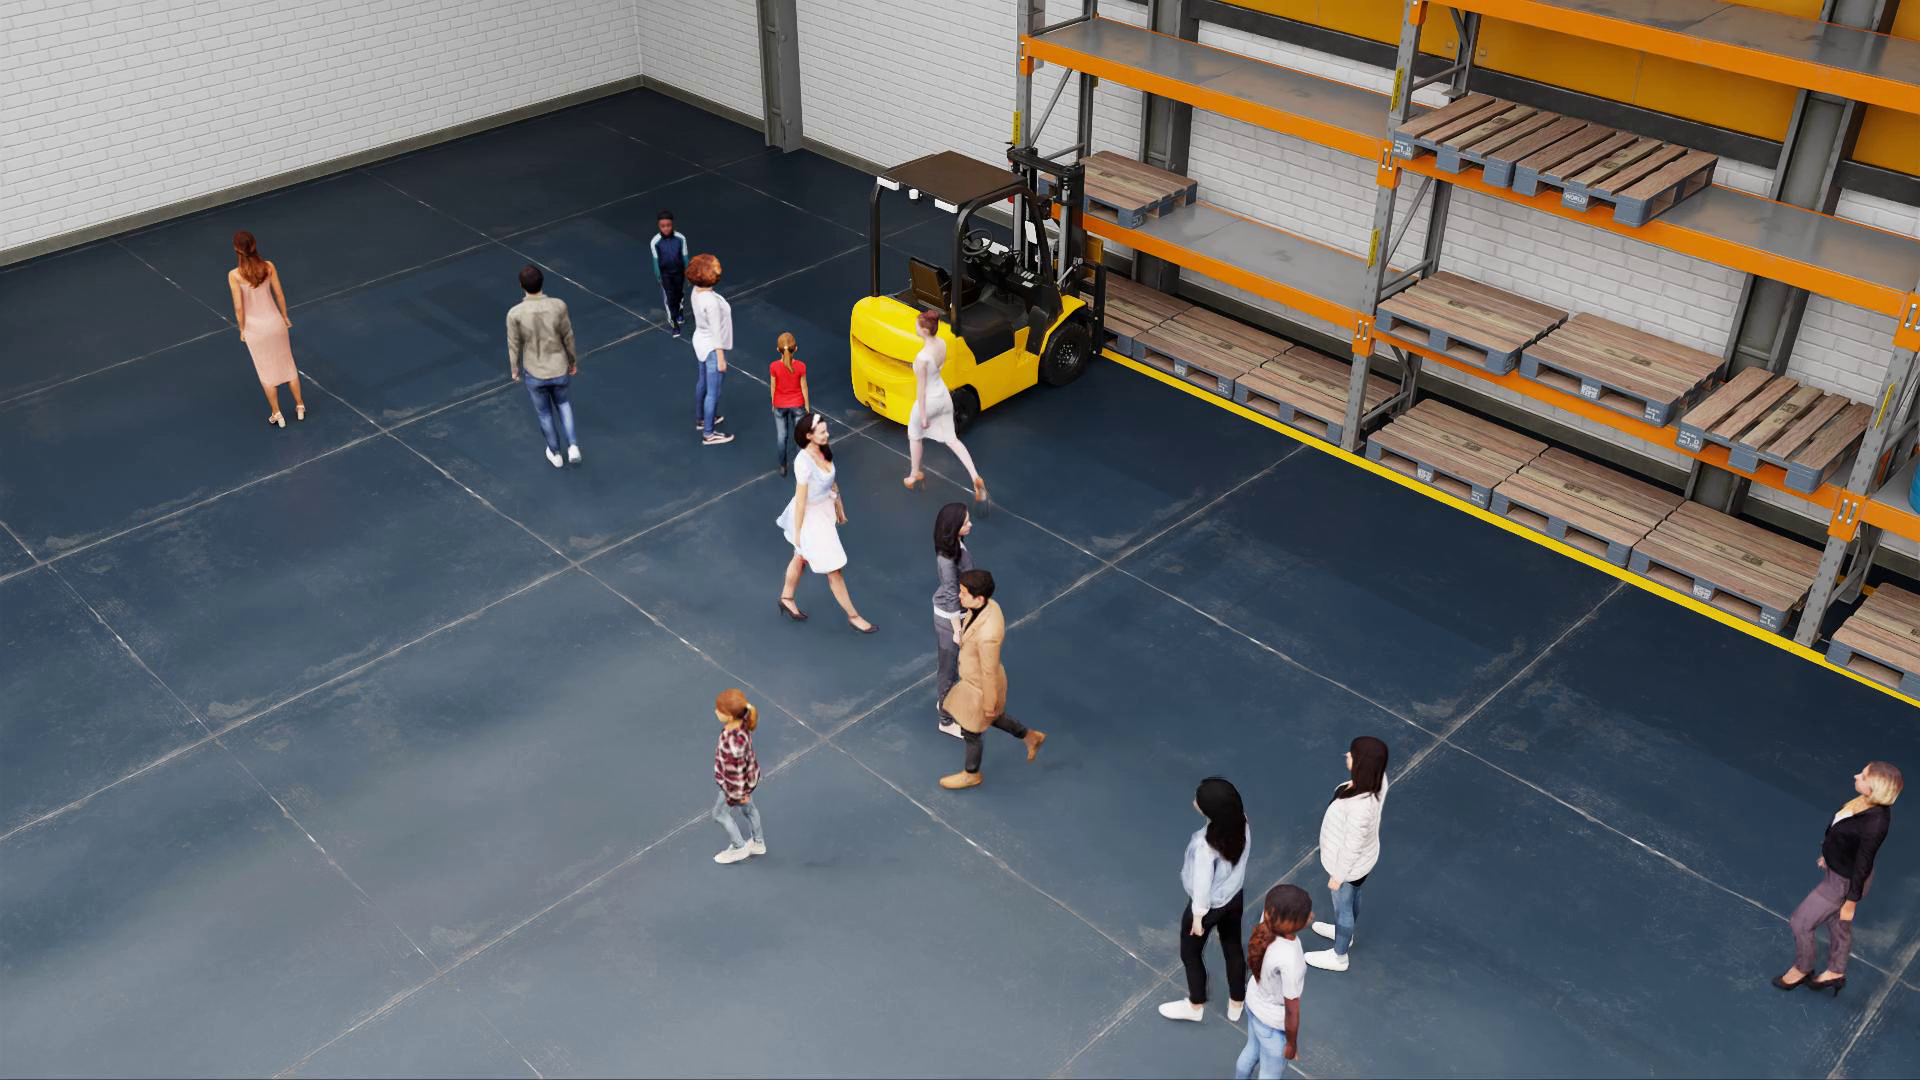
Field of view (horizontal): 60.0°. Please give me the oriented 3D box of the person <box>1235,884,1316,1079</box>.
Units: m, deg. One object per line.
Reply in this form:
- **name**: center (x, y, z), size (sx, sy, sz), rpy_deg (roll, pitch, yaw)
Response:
- **person**: center (1.561, 2.379, 8.344), size (0.722, 1.720, 0.625), rpy_deg (-6, 34, -9)

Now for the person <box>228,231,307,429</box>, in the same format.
- **person**: center (-6.108, -1.858, 14.619), size (0.611, 1.832, 0.526), rpy_deg (-25, 41, -32)

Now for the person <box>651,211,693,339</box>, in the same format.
- **person**: center (-2.827, -2.661, 16.377), size (0.764, 1.222, 0.953), rpy_deg (-10, 35, -14)

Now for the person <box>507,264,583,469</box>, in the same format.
- **person**: center (-3.442, -1.384, 13.883), size (0.819, 1.856, 0.878), rpy_deg (-16, 37, -23)

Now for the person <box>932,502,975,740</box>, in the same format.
- **person**: center (-0.054, 0.510, 11.117), size (0.722, 1.765, 0.662), rpy_deg (0, 34, 0)

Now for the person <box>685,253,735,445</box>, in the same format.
- **person**: center (-2.197, -1.678, 14.463), size (0.794, 1.704, 0.673), rpy_deg (-13, 36, -18)

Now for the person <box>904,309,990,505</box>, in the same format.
- **person**: center (-0.132, -1.031, 13.445), size (1.152, 1.754, 0.708), rpy_deg (23, 40, 30)

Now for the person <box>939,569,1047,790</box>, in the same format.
- **person**: center (0.229, 0.890, 10.599), size (1.029, 1.704, 1.003), rpy_deg (-4, 34, -6)

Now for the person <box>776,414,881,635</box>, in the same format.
- **person**: center (-1.147, -0.117, 12.045), size (1.174, 1.781, 0.966), rpy_deg (10, 35, 15)

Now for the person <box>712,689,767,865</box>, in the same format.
- **person**: center (-1.291, 1.439, 10.143), size (0.700, 1.296, 0.645), rpy_deg (3, 34, 4)

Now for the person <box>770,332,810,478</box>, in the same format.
- **person**: center (-1.438, -1.133, 14.001), size (0.546, 1.307, 0.600), rpy_deg (-3, 34, -4)

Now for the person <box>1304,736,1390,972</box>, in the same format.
- **person**: center (2.208, 1.752, 9.362), size (0.676, 1.638, 0.690), rpy_deg (13, 36, 18)

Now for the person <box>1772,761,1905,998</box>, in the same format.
- **person**: center (4.933, 1.915, 9.099), size (0.719, 1.658, 0.699), rpy_deg (16, 37, 23)

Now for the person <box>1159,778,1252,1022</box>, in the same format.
- **person**: center (1.422, 1.947, 9.013), size (0.651, 1.701, 0.619), rpy_deg (-25, 41, -32)
